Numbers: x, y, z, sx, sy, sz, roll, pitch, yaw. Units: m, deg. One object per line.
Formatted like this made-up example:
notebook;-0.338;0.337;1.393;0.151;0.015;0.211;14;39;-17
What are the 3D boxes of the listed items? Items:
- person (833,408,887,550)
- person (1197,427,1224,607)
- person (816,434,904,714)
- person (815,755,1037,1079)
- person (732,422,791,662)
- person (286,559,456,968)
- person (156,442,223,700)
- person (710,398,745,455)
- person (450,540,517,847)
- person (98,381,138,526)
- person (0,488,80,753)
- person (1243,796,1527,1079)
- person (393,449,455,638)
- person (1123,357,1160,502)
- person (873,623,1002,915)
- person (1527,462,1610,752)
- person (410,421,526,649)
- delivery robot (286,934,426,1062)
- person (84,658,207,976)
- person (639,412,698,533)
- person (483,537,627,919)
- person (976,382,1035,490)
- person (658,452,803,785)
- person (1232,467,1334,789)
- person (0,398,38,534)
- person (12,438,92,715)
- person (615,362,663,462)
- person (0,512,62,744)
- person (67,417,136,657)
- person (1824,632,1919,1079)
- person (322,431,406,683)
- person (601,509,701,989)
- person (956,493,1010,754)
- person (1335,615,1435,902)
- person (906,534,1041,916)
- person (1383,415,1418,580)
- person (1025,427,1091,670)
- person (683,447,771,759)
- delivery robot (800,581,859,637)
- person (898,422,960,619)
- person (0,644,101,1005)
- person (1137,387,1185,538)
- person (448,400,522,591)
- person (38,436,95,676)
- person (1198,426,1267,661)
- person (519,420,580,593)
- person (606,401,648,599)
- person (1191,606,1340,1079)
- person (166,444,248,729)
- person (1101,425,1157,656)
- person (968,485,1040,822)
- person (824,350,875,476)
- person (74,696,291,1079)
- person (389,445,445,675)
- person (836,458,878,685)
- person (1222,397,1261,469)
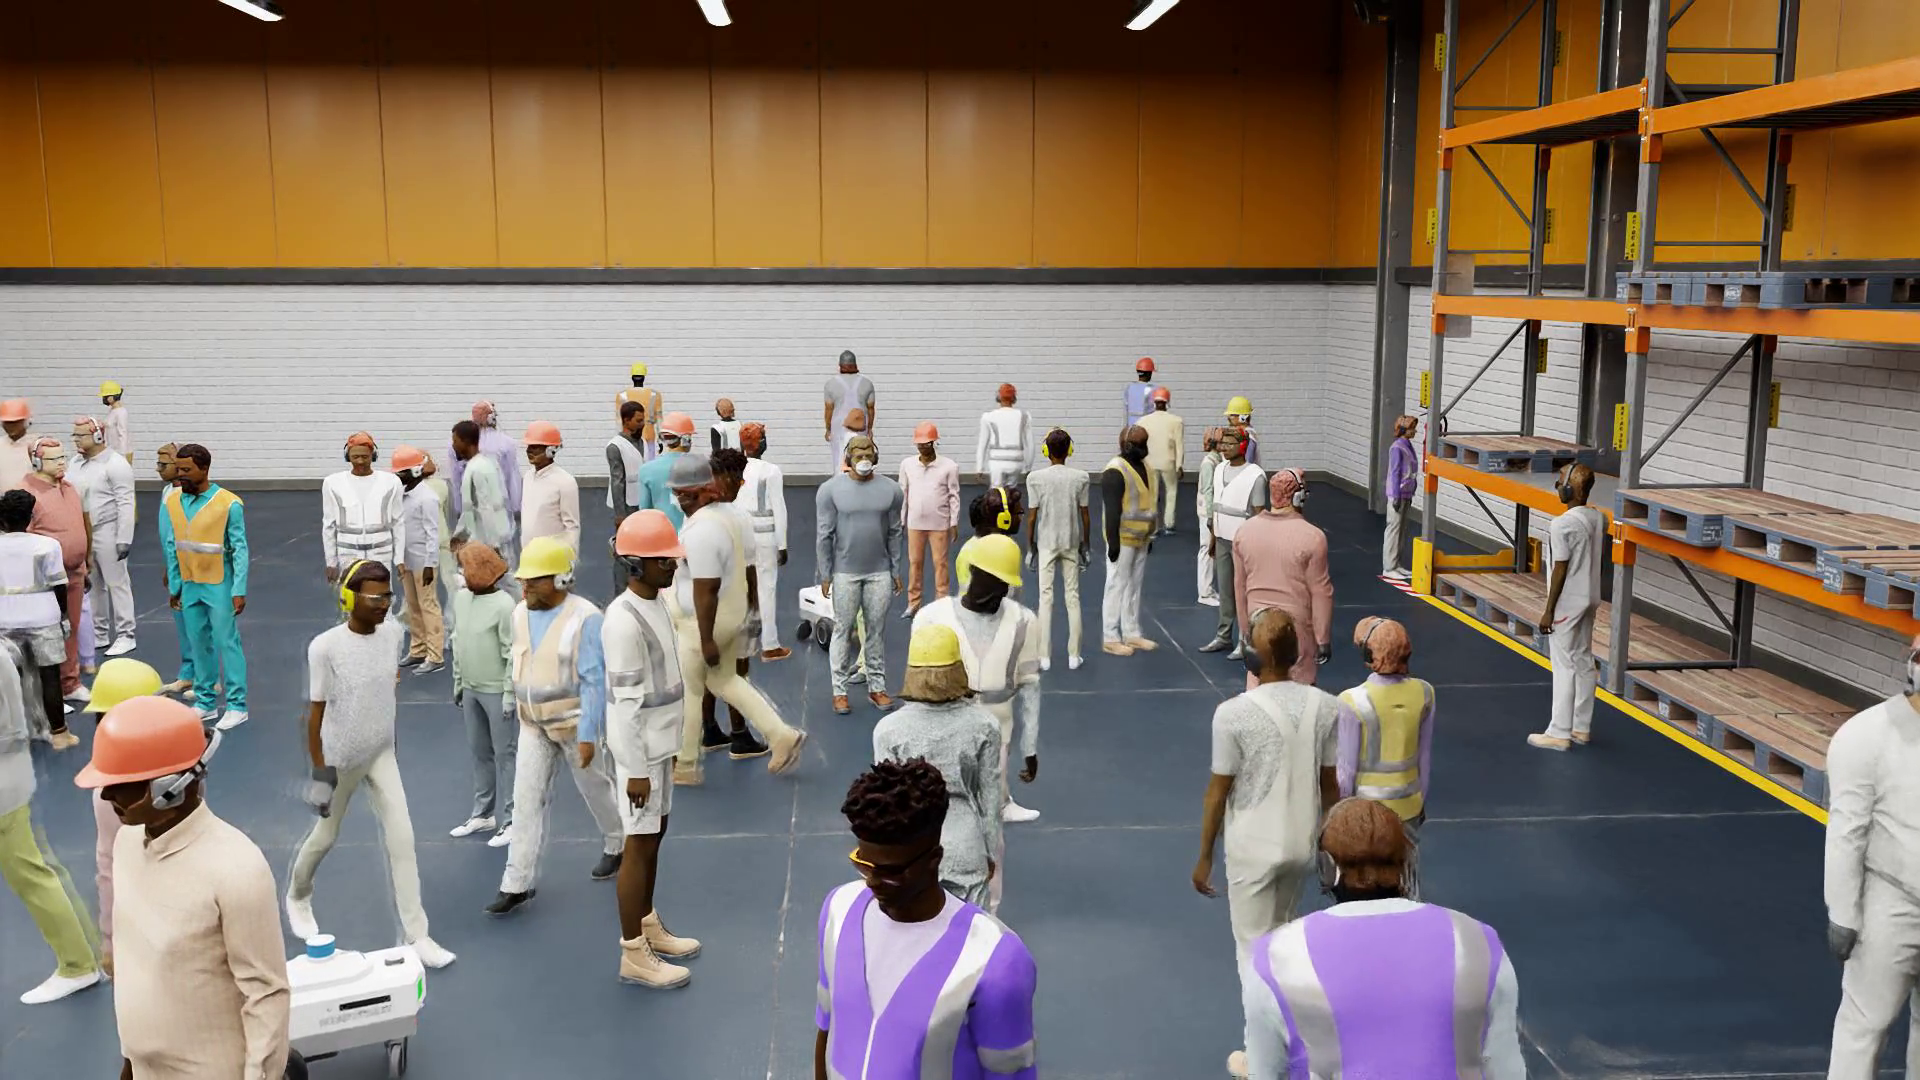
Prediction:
person;-1.115;-0.640;18.091;0.867;1.583;0.505;-4;10;-21
person;2.326;-0.219;15.292;0.307;1.640;0.519;3;9;16
person;-0.682;0.231;11.531;0.632;1.940;0.372;-3;10;-21
person;-0.118;1.445;3.838;0.603;1.959;0.377;6;11;35
person;-1.597;0.017;13.046;0.574;1.885;0.356;4;10;26
person;-2.706;0.959;7.410;1.041;1.807;0.562;7;11;36
person;-5.534;0.220;11.888;0.520;1.844;0.330;7;11;35
person;-2.624;-0.784;18.852;0.314;1.636;0.515;7;11;37
person;-2.526;0.808;8.858;0.502;1.633;0.280;7;11;36
person;-10.138;-1.030;20.019;0.339;1.761;0.524;-7;12;-39
person;-5.875;0.521;10.476;0.532;1.693;0.319;-2;9;-11
person;1.006;1.501;4.040;0.680;1.788;0.871;0;9;1
person;-4.456;0.033;13.882;0.882;1.582;0.501;7;11;36
person;2.436;-1.458;22.138;0.552;1.935;0.374;8;12;42
person;-0.086;1.171;6.247;0.486;1.740;0.314;-2;9;-10
person;3.893;0.424;10.611;0.507;1.846;0.344;-7;11;-36
person;-3.906;-0.038;13.477;1.048;1.854;0.580;-2;9;-10
delivery robot;-2.376;1.720;6.216;0.707;0.478;0.477;-5;10;-28
person;-2.736;1.260;5.642;0.355;1.756;0.519;1;9;8
person;-2.126;0.025;12.656;0.612;1.993;0.375;1;9;4
person;-1.923;0.862;8.056;0.602;1.787;0.925;4;10;26
person;0.492;-0.801;18.284;0.621;1.863;0.629;-2;9;-10
person;-1.412;0.450;9.831;0.842;2.000;0.679;1;9;9
person;1.916;0.525;9.781;0.643;1.909;0.410;9;12;43
person;-8.053;-0.225;14.257;0.652;1.975;0.550;-1;9;-4
person;-6.279;0.240;11.570;0.409;1.909;0.641;1;9;5
person;-4.068;-1.292;21.123;0.595;1.925;0.373;-2;9;-14
person;-5.980;0.532;10.576;0.308;1.641;0.511;5;10;30
person;-6.878;-0.029;13.258;0.651;1.907;0.409;4;10;23
person;3.162;1.215;5.452;0.646;1.906;0.405;0;9;-3
person;-4.385;0.139;12.267;0.575;1.887;0.355;-3;10;-20
person;-1.316;0.879;7.130;0.372;2.042;0.615;0;9;1
person;0.143;0.547;10.310;0.319;1.694;0.532;3;9;17
person;1.727;1.126;6.849;0.522;1.638;0.309;-5;10;-28
person;0.061;0.901;7.543;0.610;1.884;0.427;-2;9;-11
person;4.407;-0.430;16.615;0.311;1.638;0.523;5;10;28
person;0.754;0.067;12.769;0.512;1.874;0.328;-1;9;-4
person;-1.462;0.394;10.444;0.602;1.958;0.369;8;12;40
delivery robot;-1.029;0.534;13.661;0.477;0.478;0.707;-6;11;-32
person;-0.287;-0.164;14.586;0.573;1.748;0.342;2;9;14
person;-4.049;1.037;6.688;1.021;1.861;0.587;-7;12;-38
person;2.346;-0.904;19.279;0.597;1.726;0.681;3;10;20
person;-4.239;-0.303;14.989;0.637;1.907;0.403;1;9;7
person;-6.745;0.136;12.457;0.358;1.837;0.505;7;11;38
person;2.187;0.020;13.138;0.390;1.847;0.562;-5;11;-31
person;-2.968;0.133;11.960;0.611;1.997;0.372;8;12;41
person;-2.937;-0.281;14.817;0.385;1.916;0.593;2;9;14
person;1.121;1.144;6.144;0.508;1.831;0.404;-5;10;-26
person;-5.025;0.304;11.134;0.596;1.917;0.372;3;9;18
person;1.358;-0.008;13.338;0.429;1.841;0.634;6;11;33
person;0.214;0.626;9.263;0.335;1.873;0.521;-4;10;-23
person;-1.490;-1.515;22.171;0.688;2.000;0.539;-2;9;-14
person;-1.976;1.362;4.268;0.623;1.987;0.396;6;11;33
person;-4.153;0.146;12.670;0.334;1.743;0.559;-8;12;-42
person;-0.749;0.192;12.353;0.329;1.751;0.563;-1;9;-4
person;2.799;-0.520;16.625;0.404;1.824;0.585;1;9;6
